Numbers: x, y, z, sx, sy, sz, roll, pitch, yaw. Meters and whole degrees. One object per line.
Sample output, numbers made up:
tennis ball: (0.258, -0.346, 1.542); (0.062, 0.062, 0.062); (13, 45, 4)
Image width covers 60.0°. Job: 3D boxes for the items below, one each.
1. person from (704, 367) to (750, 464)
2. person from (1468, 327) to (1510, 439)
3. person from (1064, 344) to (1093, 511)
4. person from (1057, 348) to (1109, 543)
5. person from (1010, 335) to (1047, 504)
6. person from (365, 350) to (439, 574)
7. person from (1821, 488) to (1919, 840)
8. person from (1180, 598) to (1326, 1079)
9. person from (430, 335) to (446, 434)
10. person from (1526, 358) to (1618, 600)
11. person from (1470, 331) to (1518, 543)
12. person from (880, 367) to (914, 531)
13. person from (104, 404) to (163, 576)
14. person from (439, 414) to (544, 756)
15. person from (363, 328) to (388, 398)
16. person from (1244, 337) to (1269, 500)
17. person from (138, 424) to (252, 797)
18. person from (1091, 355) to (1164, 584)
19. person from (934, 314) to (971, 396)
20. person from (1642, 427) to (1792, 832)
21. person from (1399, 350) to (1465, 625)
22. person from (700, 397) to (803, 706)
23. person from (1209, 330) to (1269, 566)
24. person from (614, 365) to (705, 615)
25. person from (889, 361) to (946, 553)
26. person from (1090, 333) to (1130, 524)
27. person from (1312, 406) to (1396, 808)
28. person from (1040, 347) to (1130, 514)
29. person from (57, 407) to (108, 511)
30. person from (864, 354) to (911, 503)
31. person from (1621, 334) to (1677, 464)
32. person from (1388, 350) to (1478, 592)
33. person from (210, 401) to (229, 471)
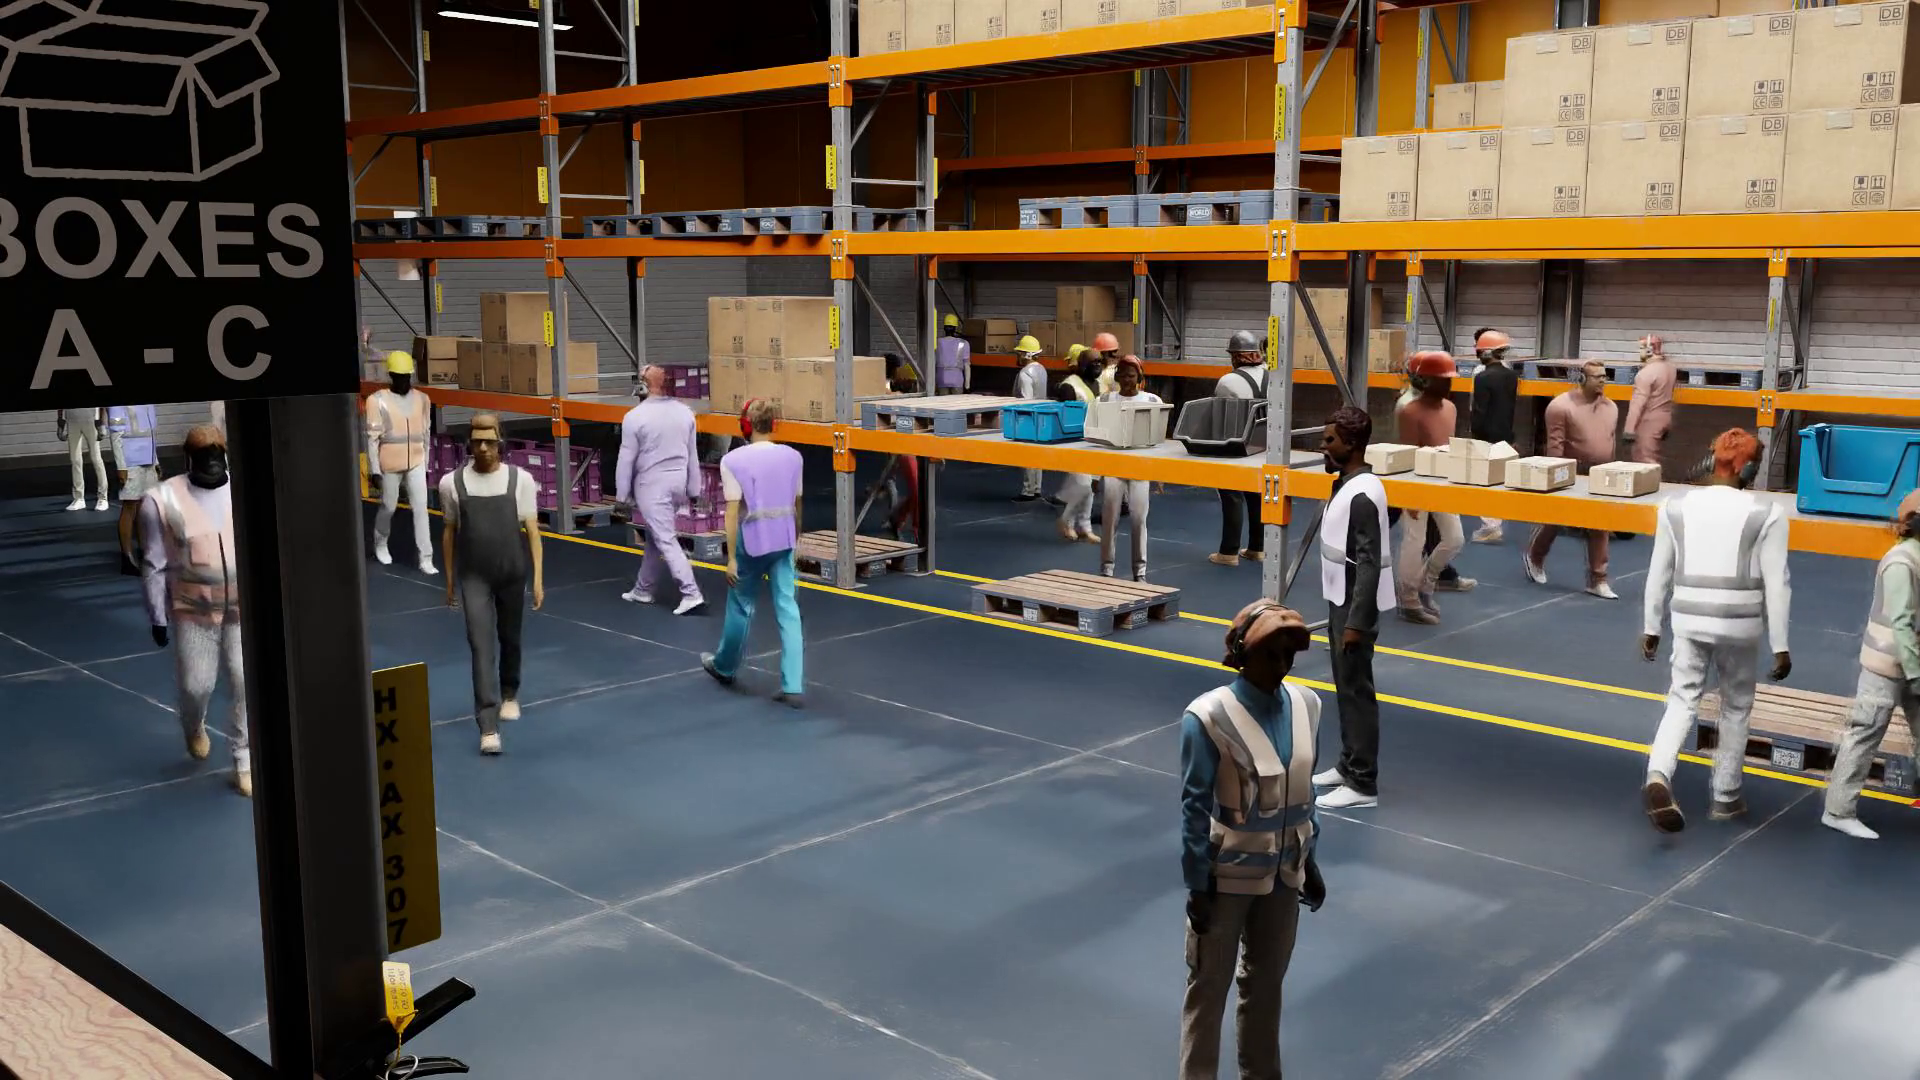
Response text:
person: (-2.538, -1.357, 18.281); (0.622, 1.908, 0.971); (-9, 13, -44)
person: (5.562, -1.252, 17.449); (0.637, 1.953, 0.550); (-9, 13, -42)
person: (1.259, -1.188, 17.640); (0.328, 1.767, 0.531); (1, 9, 5)
person: (1.175, -0.862, 15.474); (0.449, 1.827, 0.634); (8, 12, 40)
person: (0.739, -1.313, 18.186); (0.404, 1.836, 0.600); (3, 10, 20)
person: (-4.788, -0.679, 14.186); (0.599, 1.890, 0.983); (-8, 12, -40)
person: (4.207, 0.578, 7.298); (0.529, 1.605, 0.714); (-8, 12, -42)
person: (0.835, 0.973, 4.774); (0.514, 1.640, 0.310); (-6, 11, -33)
person: (-6.736, -1.755, 21.154); (0.493, 1.752, 0.547); (-1, 9, -5)
person: (4.883, -0.516, 13.190); (0.630, 1.879, 0.910); (-2, 9, -10)
person: (4.956, -0.955, 15.562); (0.656, 1.983, 0.429); (-7, 12, -37)
person: (-0.560, -0.876, 16.202); (0.586, 1.615, 0.513); (9, 13, 43)
person: (-6.878, -0.669, 13.958); (0.377, 1.926, 0.551); (1, 9, 7)
person: (-2.547, 0.198, 9.078); (0.523, 1.796, 1.005); (-3, 10, -17)
person: (-7.432, -1.705, 20.566); (0.686, 1.840, 0.999); (4, 10, 22)
person: (3.300, -1.289, 18.008); (0.528, 1.854, 0.517); (5, 10, 28)
person: (-3.689, 0.324, 8.219); (0.631, 1.823, 0.700); (-6, 11, -34)
person: (1.326, -0.526, 13.215); (0.586, 1.882, 0.340); (0, 9, 1)
person: (-0.146, -2.198, 23.339); (0.590, 1.926, 0.388); (1, 9, 4)
person: (3.393, 0.421, 7.533); (0.644, 1.850, 0.838); (8, 12, 40)
person: (3.373, -0.366, 11.937); (0.612, 1.980, 0.427); (-6, 11, -34)
person: (-1.218, 0.052, 9.914); (0.595, 1.796, 0.966); (-7, 12, -37)
person: (2.414, -0.806, 14.454); (0.690, 2.000, 0.538); (-7, 11, -35)
person: (-2.238, -0.379, 12.423); (0.996, 1.860, 0.660); (7, 11, 36)
person: (-0.441, -0.778, 15.209); (0.520, 1.737, 0.775); (-8, 12, -40)
person: (1.462, -1.096, 16.566); (0.387, 1.926, 0.579); (6, 11, 31)
person: (1.878, 0.320, 7.928); (0.371, 1.916, 0.597); (1, 9, 6)
person: (1.349, -1.144, 17.376); (0.981, 1.754, 0.634); (1, 9, 8)
person: (-9.313, -1.230, 17.612); (0.510, 1.860, 0.315); (0, 9, -2)
person: (-0.727, -1.191, 18.021); (0.896, 1.637, 0.545); (7, 11, 35)
person: (6.992, -1.177, 17.160); (0.607, 1.890, 0.681); (9, 13, 43)
person: (3.576, -0.547, 13.238); (1.045, 1.940, 0.608); (3, 10, 18)
person: (-6.822, -0.809, 15.788); (0.504, 1.612, 0.478); (-7, 11, -36)
